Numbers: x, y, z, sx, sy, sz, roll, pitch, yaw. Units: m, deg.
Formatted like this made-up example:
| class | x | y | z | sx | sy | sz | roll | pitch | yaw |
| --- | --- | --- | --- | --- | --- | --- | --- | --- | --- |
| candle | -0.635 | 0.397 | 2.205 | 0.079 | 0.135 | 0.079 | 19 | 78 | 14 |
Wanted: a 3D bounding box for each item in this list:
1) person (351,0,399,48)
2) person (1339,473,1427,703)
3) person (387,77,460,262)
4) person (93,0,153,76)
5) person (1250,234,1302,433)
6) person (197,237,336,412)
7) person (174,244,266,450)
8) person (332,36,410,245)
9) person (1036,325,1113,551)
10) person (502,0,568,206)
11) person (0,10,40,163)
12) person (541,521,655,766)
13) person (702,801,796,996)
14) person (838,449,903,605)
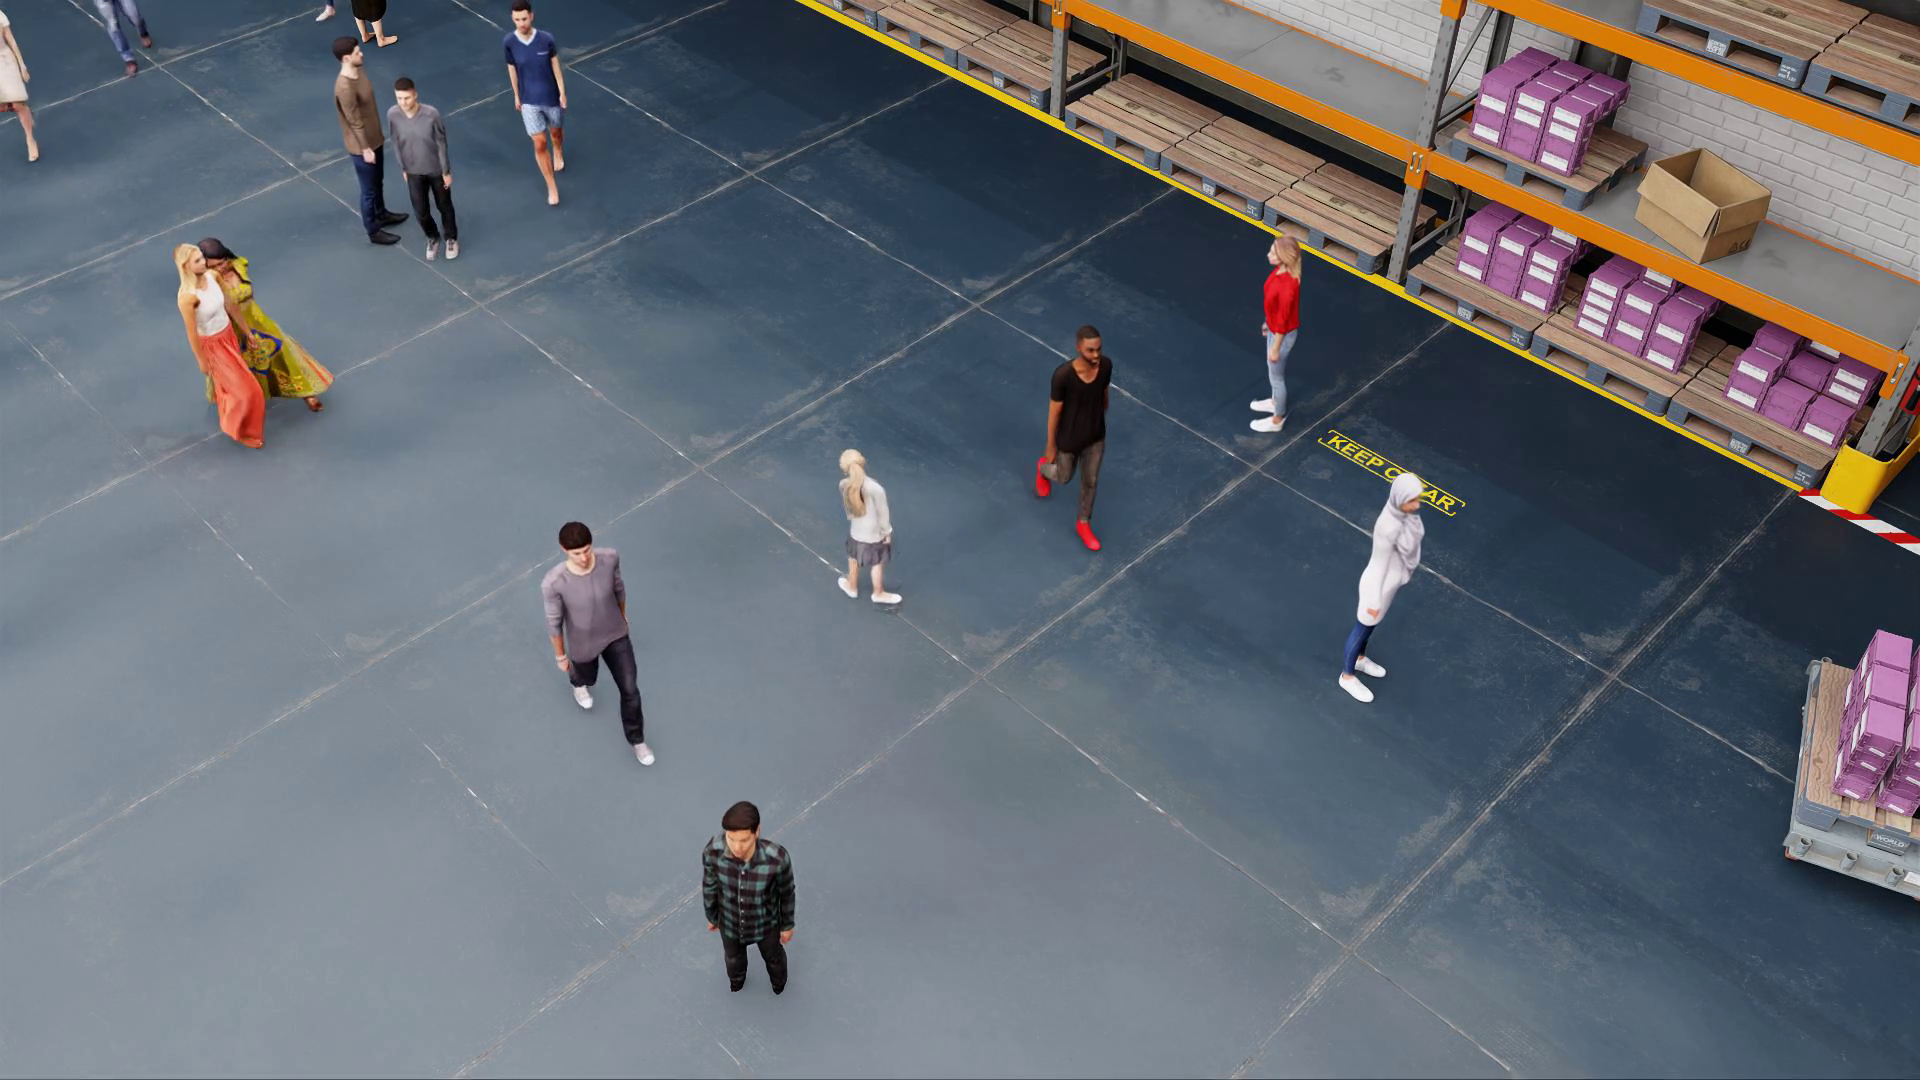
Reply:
| class | x | y | z | sx | sy | sz | roll | pitch | yaw |
| --- | --- | --- | --- | --- | --- | --- | --- | --- | --- |
| person | -6.208 | -5.899 | 17.132 | 0.587 | 1.625 | 0.701 | 21 | 47 | 20 |
| person | 2.667 | 0.273 | 10.543 | 0.587 | 1.776 | 0.644 | 25 | 49 | 24 |
| person | -4.545 | -3.212 | 14.225 | 0.749 | 1.743 | 0.792 | -6 | 44 | -7 |
| person | -8.571 | -5.646 | 16.710 | 0.866 | 1.840 | 0.990 | -13 | 45 | -13 |
| person | 2.409 | -1.561 | 12.523 | 0.747 | 1.700 | 0.699 | 2 | 44 | 3 |
| person | -5.559 | -1.610 | 12.643 | 1.235 | 1.605 | 1.034 | 19 | 47 | 19 |
| person | -5.569 | -1.430 | 12.320 | 0.907 | 1.790 | 0.834 | 5 | 44 | 6 |
| person | -5.165 | -3.464 | 14.390 | 0.791 | 1.881 | 0.718 | -2 | 44 | -2 |
| person | 0.782 | -0.794 | 11.659 | 0.886 | 1.782 | 1.127 | -18 | 47 | -18 |
| person | -3.792 | -4.040 | 15.040 | 1.025 | 1.817 | 1.214 | -9 | 44 | -9 |
| person | -8.908 | -4.396 | 15.481 | 0.816 | 1.725 | 0.895 | -7 | 44 | -7 |
| person | -2.283 | 0.537 | 10.233 | 0.835 | 1.821 | 1.195 | -24 | 48 | -23 |
| person | -1.136 | 1.999 | 8.921 | 0.712 | 1.713 | 0.780 | 5 | 44 | 5 |
| person | -0.607 | -0.058 | 11.268 | 0.741 | 1.256 | 0.537 | -34 | 53 | -31 |
